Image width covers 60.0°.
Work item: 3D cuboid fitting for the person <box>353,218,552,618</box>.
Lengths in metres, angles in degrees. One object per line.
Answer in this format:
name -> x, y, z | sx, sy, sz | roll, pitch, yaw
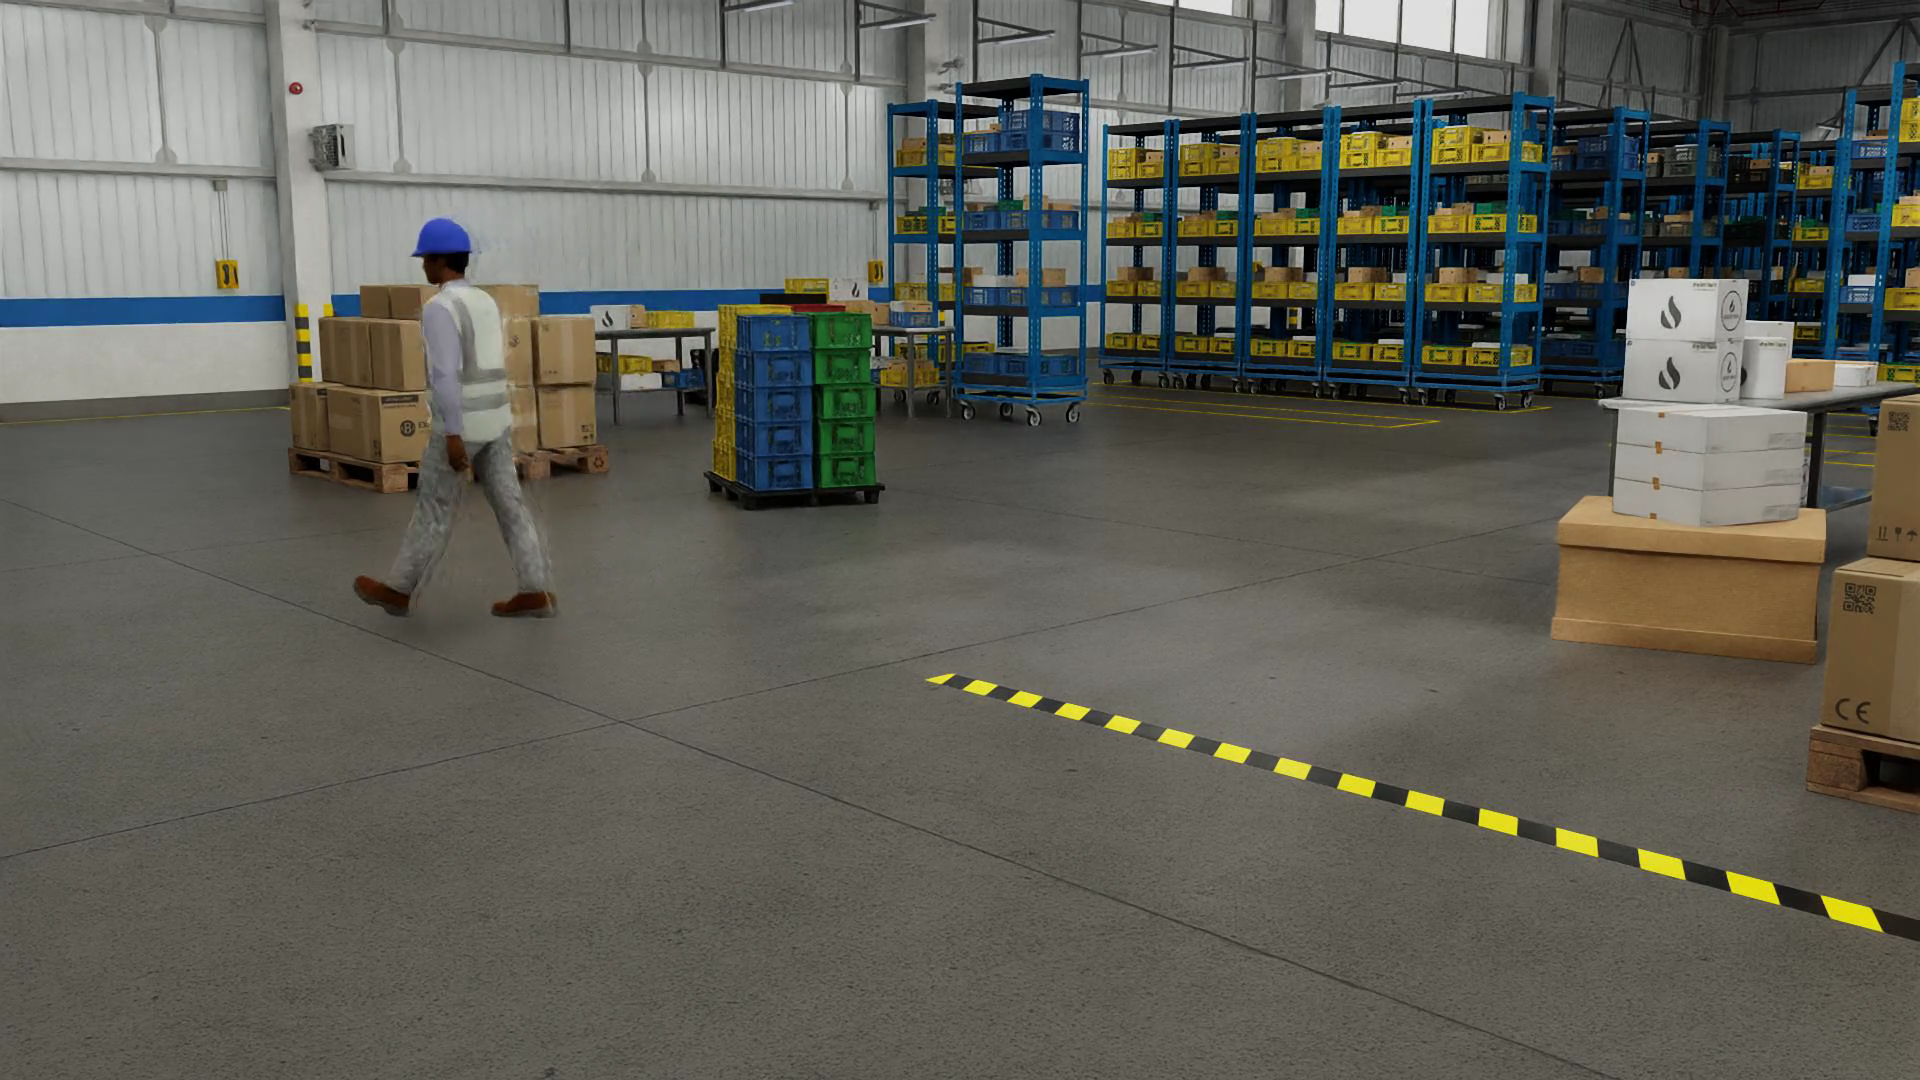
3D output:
person -> -2.417, -0.559, 7.902 | 0.991, 1.894, 0.627 | 2, 10, 14
